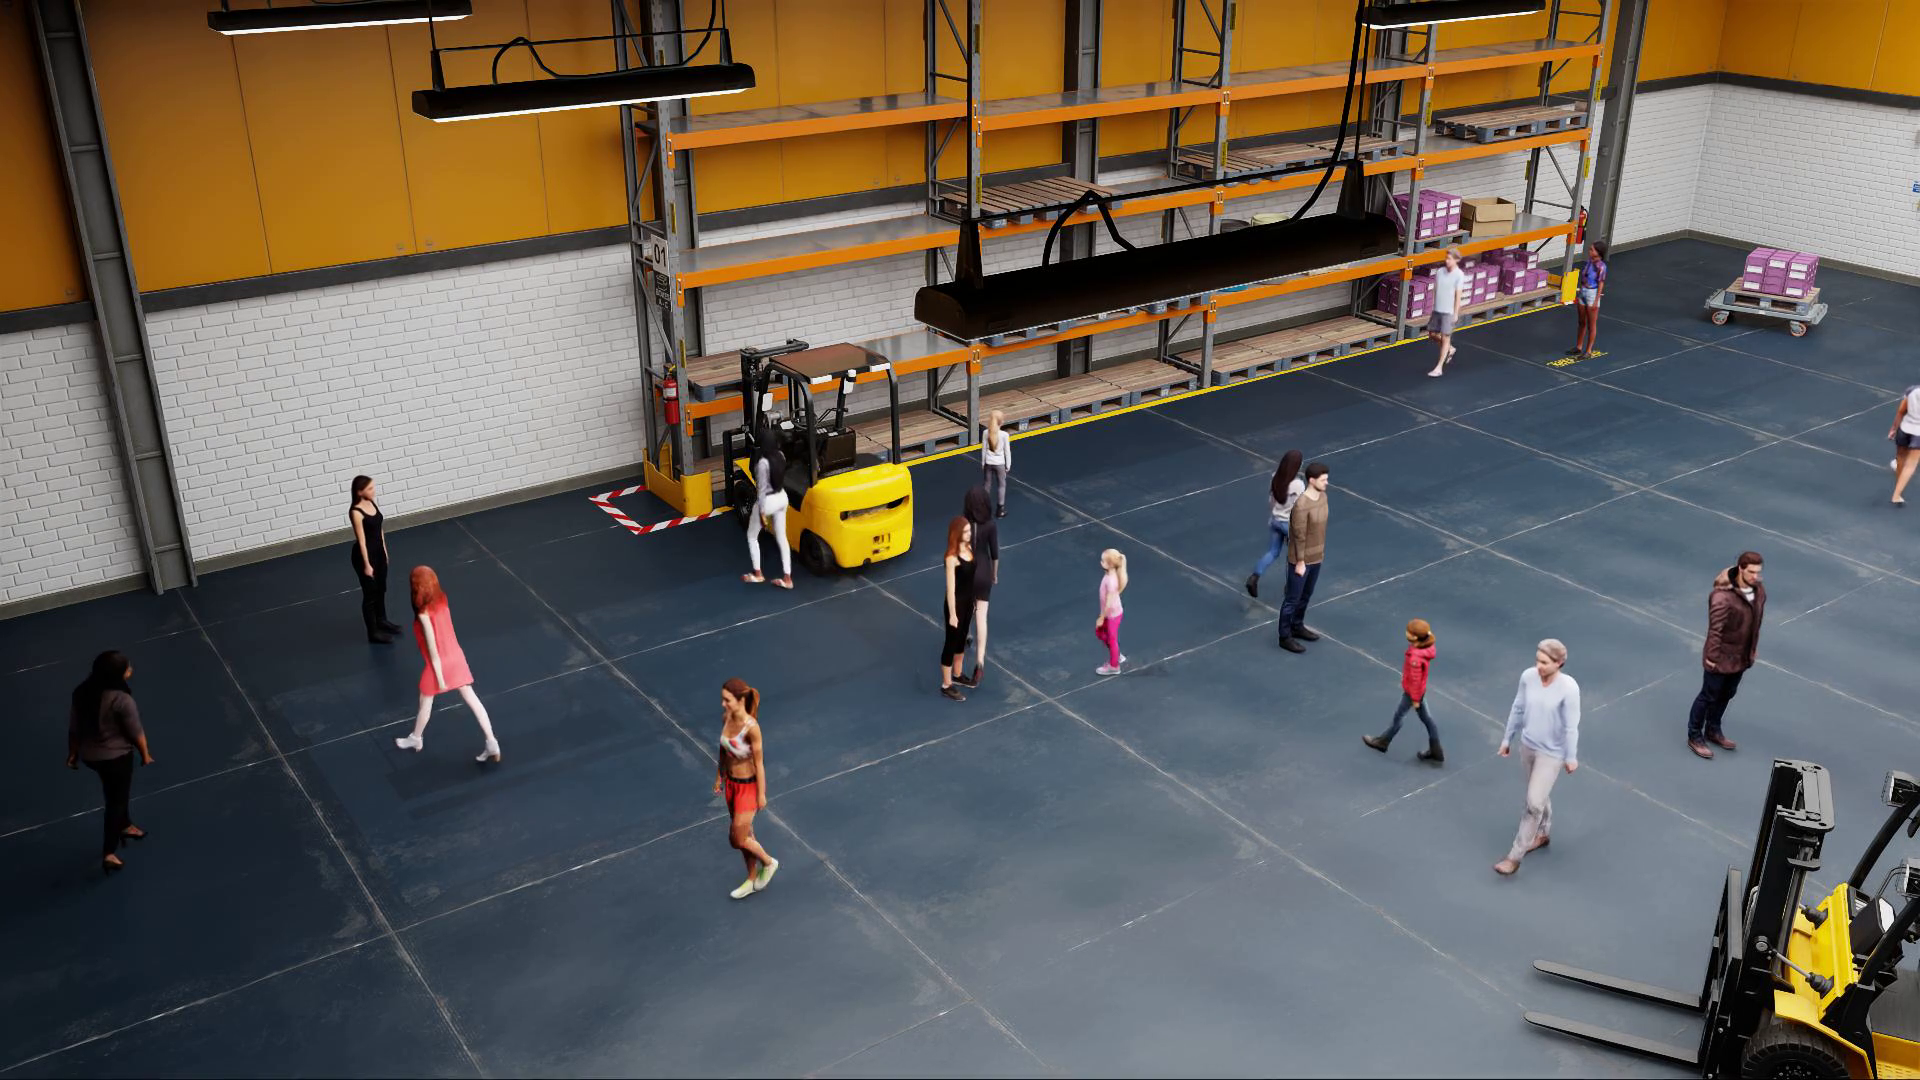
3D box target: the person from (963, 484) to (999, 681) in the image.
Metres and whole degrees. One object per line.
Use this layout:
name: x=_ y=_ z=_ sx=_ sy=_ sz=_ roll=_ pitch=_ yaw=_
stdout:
person: x=0.124 y=0.440 z=15.270 sx=1.199 sy=1.743 sz=1.128 roll=-1 pitch=24 yaw=-1

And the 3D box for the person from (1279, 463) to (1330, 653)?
person: x=3.273 y=0.142 z=15.775 sx=0.764 sy=1.885 sz=0.588 roll=18 pitch=29 yaw=35

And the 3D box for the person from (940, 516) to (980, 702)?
person: x=-0.012 y=0.584 z=14.963 sx=0.710 sy=1.725 sz=0.592 roll=11 pitch=26 yaw=24

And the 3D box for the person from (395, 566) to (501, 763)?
person: x=-4.175 y=1.091 z=13.759 sx=1.181 sy=1.761 sz=1.168 roll=5 pitch=24 yaw=12

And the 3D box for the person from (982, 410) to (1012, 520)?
person: x=0.392 y=-0.859 z=18.824 sx=0.585 sy=1.277 sz=0.633 roll=8 pitch=25 yaw=17

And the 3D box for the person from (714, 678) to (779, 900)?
person: x=-1.510 y=1.786 z=12.144 sx=0.653 sy=1.781 sz=0.596 roll=-19 pitch=30 yaw=-36

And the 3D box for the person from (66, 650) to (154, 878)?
person: x=-6.379 y=1.682 z=12.370 sx=0.938 sy=1.789 sz=1.002 roll=3 pitch=24 yaw=7

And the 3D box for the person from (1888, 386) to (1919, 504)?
person: x=10.977 y=-1.181 z=19.194 sx=1.055 sy=1.570 sz=0.640 roll=-18 pitch=30 yaw=-36

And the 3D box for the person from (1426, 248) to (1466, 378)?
person: x=6.950 y=-3.239 z=23.595 sx=0.889 sy=1.815 sz=0.650 roll=-17 pitch=29 yaw=-33

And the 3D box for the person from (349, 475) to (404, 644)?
person: x=-5.658 y=0.172 z=15.952 sx=0.728 sy=1.688 sz=0.676 roll=3 pitch=24 yaw=6

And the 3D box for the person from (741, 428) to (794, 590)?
person: x=-1.850 y=-0.303 z=17.028 sx=0.831 sy=1.697 sz=0.837 roll=14 pitch=27 yaw=29

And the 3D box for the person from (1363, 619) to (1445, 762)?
person: x=3.875 y=1.282 z=13.913 sx=0.810 sy=1.286 sz=0.917 roll=14 pitch=27 yaw=28

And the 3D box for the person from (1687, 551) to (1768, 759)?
person: x=6.475 y=0.932 z=14.015 sx=0.636 sy=1.846 sz=0.841 roll=-12 pitch=26 yaw=-25

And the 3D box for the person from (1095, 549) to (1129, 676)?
person: x=1.455 y=0.670 z=15.345 sx=0.645 sy=1.262 sz=0.588 roll=0 pitch=24 yaw=-1

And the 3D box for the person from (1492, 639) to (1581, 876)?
person: x=4.450 y=1.571 z=12.538 sx=1.029 sy=1.860 sz=0.695 roll=-15 pitch=28 yaw=-30

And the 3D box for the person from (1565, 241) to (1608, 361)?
person: x=9.225 y=-3.520 z=24.327 sx=0.617 sy=1.744 sz=0.646 roll=-7 pitch=25 yaw=-16

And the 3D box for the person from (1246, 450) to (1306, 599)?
person: x=3.208 y=-0.115 z=16.709 sx=0.954 sy=1.607 sz=0.611 roll=-17 pitch=29 yaw=-33
